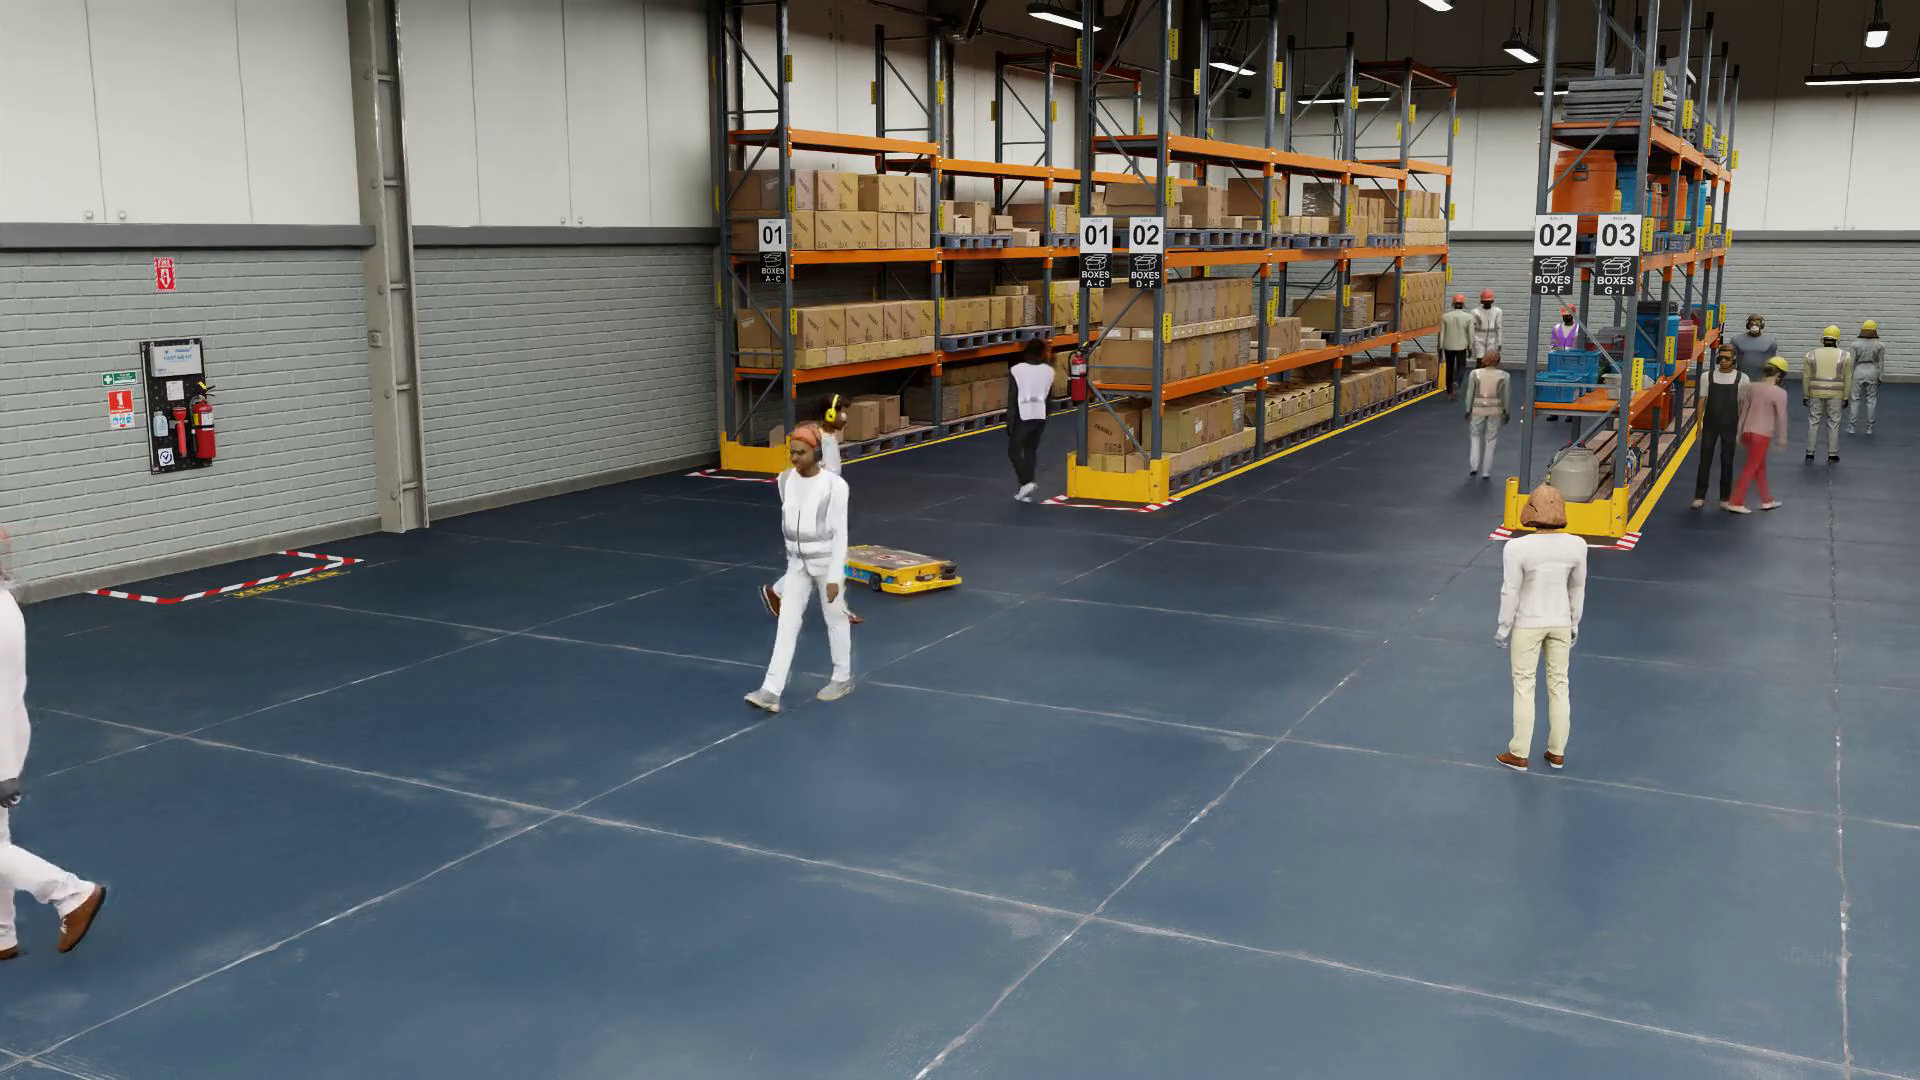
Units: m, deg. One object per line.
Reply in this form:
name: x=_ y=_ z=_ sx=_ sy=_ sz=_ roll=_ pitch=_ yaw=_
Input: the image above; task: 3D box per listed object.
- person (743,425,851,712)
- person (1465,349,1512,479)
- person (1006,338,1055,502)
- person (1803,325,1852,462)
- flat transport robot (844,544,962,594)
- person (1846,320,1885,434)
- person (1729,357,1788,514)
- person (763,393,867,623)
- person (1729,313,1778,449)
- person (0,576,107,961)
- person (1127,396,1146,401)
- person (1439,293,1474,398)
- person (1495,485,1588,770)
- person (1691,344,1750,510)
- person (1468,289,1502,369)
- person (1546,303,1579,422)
person: x=-0.983 y=0.195 z=10.573 sx=0.591 sy=1.832 sz=1.001 roll=7 pitch=12 yaw=32
person: x=6.623 y=-1.585 z=20.854 sx=0.552 sy=1.620 sz=0.529 roll=4 pitch=11 yaw=19
person: x=0.801 y=-1.360 z=18.960 sx=0.616 sy=1.877 sz=0.443 roll=-5 pitch=12 yaw=-27
person: x=11.629 y=-1.955 z=22.318 sx=0.587 sy=1.833 sz=0.404 roll=7 pitch=13 yaw=34
flat transport robot: x=-0.699 y=0.236 z=14.629 sx=0.652 sy=0.197 sz=1.431 roll=-9 pitch=14 yaw=-40
person: x=13.910 y=-2.507 z=25.572 sx=0.492 sy=1.742 sz=0.320 roll=4 pitch=11 yaw=20
person: x=8.789 y=-1.135 z=18.138 sx=0.815 sy=1.705 sz=0.537 roll=-3 pitch=11 yaw=-15
person: x=-1.138 y=-0.240 z=12.984 sx=0.737 sy=1.839 sz=0.596 roll=2 pitch=11 yaw=11
person: x=11.155 y=-2.222 z=23.485 sx=0.627 sy=1.940 sz=0.372 roll=4 pitch=11 yaw=22
person: x=-3.963 y=0.853 z=6.848 sx=0.565 sy=1.890 sz=0.649 roll=-5 pitch=12 yaw=-27
person: x=2.653 y=-2.114 z=23.219 sx=0.615 sy=1.816 sz=0.632 roll=4 pitch=11 yaw=19
person: x=9.185 y=-3.582 z=30.821 sx=0.622 sy=1.978 sz=0.639 roll=5 pitch=11 yaw=25
person: x=3.294 y=0.503 z=9.459 sx=0.497 sy=1.633 sz=0.283 roll=-1 pitch=10 yaw=-8
person: x=8.433 y=-1.249 z=18.433 sx=0.507 sy=1.846 sz=0.351 roll=6 pitch=12 yaw=29
person: x=10.085 y=-3.819 z=31.998 sx=0.653 sy=2.010 sz=0.602 roll=-1 pitch=10 yaw=-3
person: x=9.882 y=-2.891 z=27.136 sx=0.553 sy=1.935 sz=0.362 roll=8 pitch=13 yaw=36
